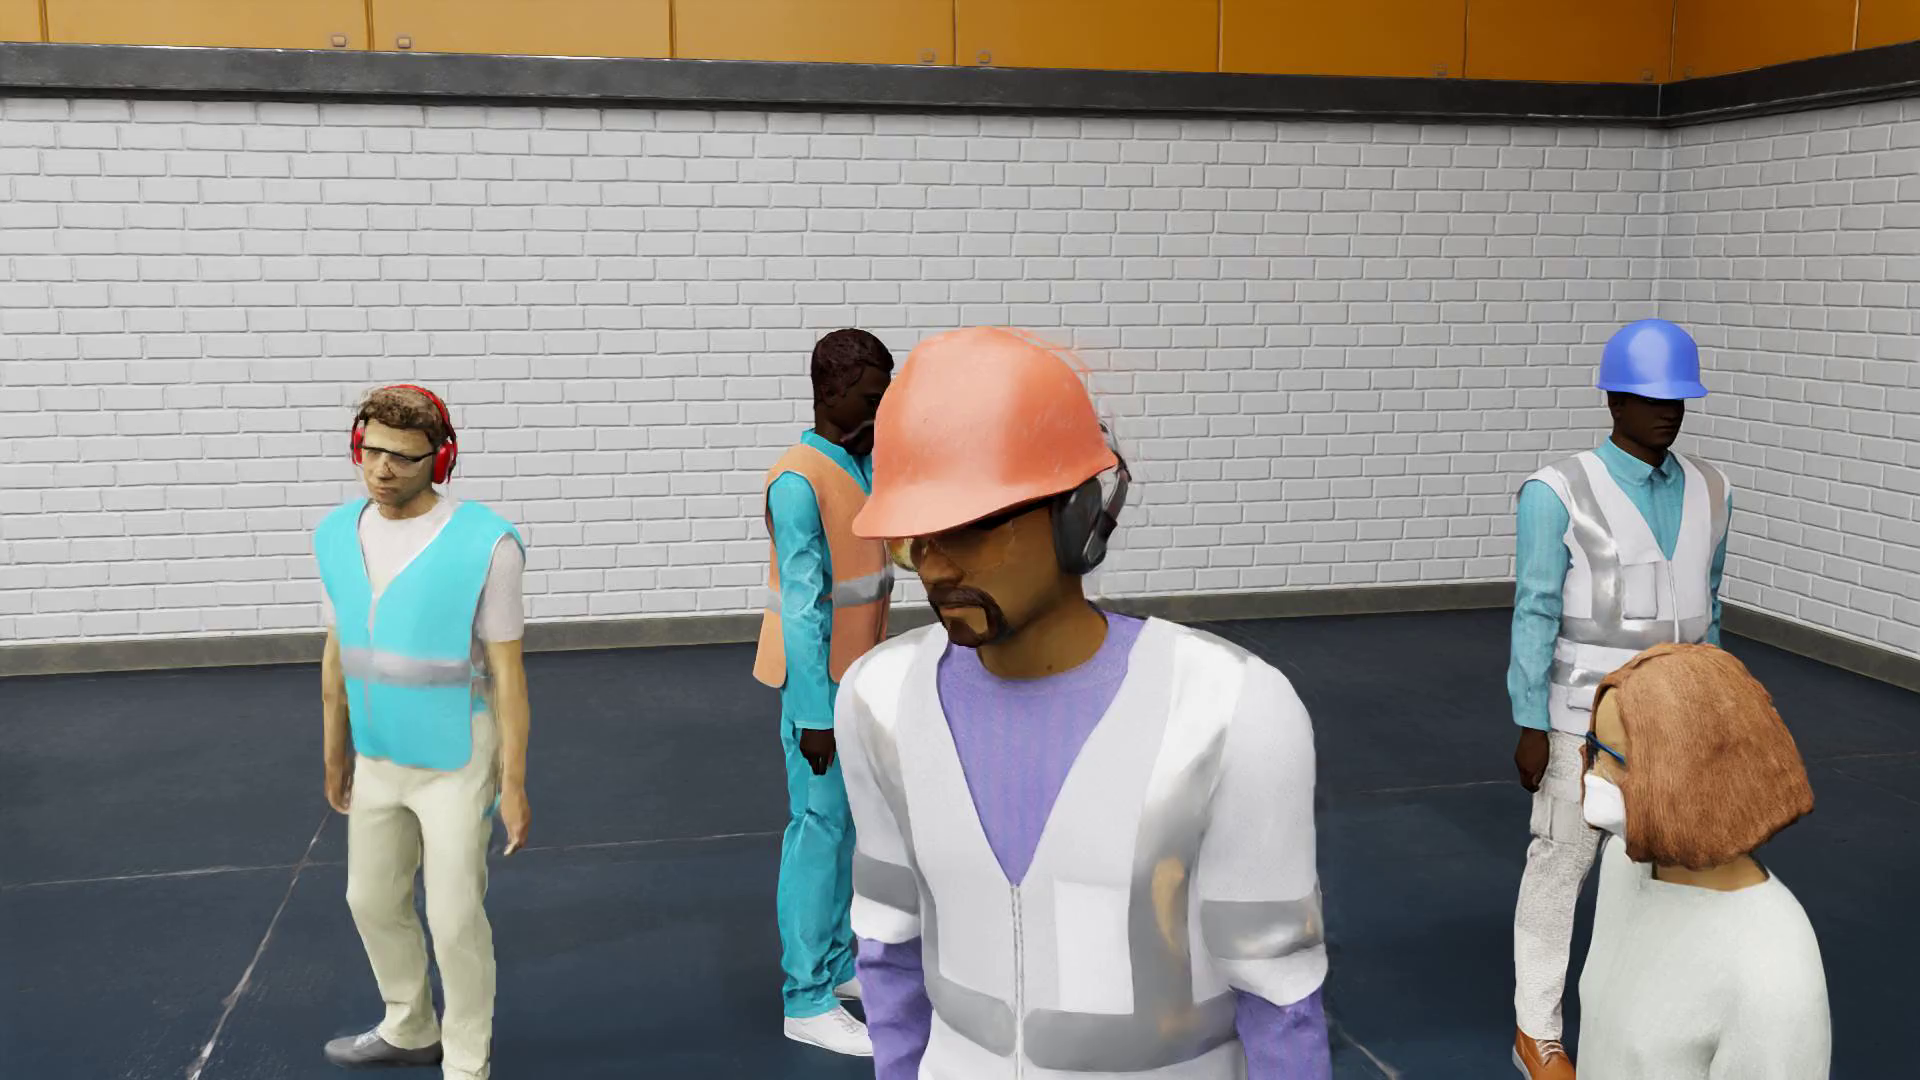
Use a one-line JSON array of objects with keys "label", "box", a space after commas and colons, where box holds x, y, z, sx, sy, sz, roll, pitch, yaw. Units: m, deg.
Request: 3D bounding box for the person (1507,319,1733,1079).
[{"label": "person", "box": [1.650, 0.427, 4.153, 0.617, 1.946, 0.393, -3, 10, -17]}]

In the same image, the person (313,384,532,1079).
[{"label": "person", "box": [-1.326, 0.525, 4.017, 0.746, 1.808, 0.420, 4, 10, 24]}]

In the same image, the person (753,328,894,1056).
[{"label": "person", "box": [-0.343, 0.392, 4.476, 0.391, 1.914, 0.587, 2, 9, 11]}]

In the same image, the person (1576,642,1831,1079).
[{"label": "person", "box": [0.891, 0.927, 2.094, 0.288, 1.628, 0.502, 0, 9, 1]}]

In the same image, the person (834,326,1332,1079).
[{"label": "person", "box": [0.170, 0.742, 2.062, 0.641, 2.012, 0.708, 5, 11, 29]}]
